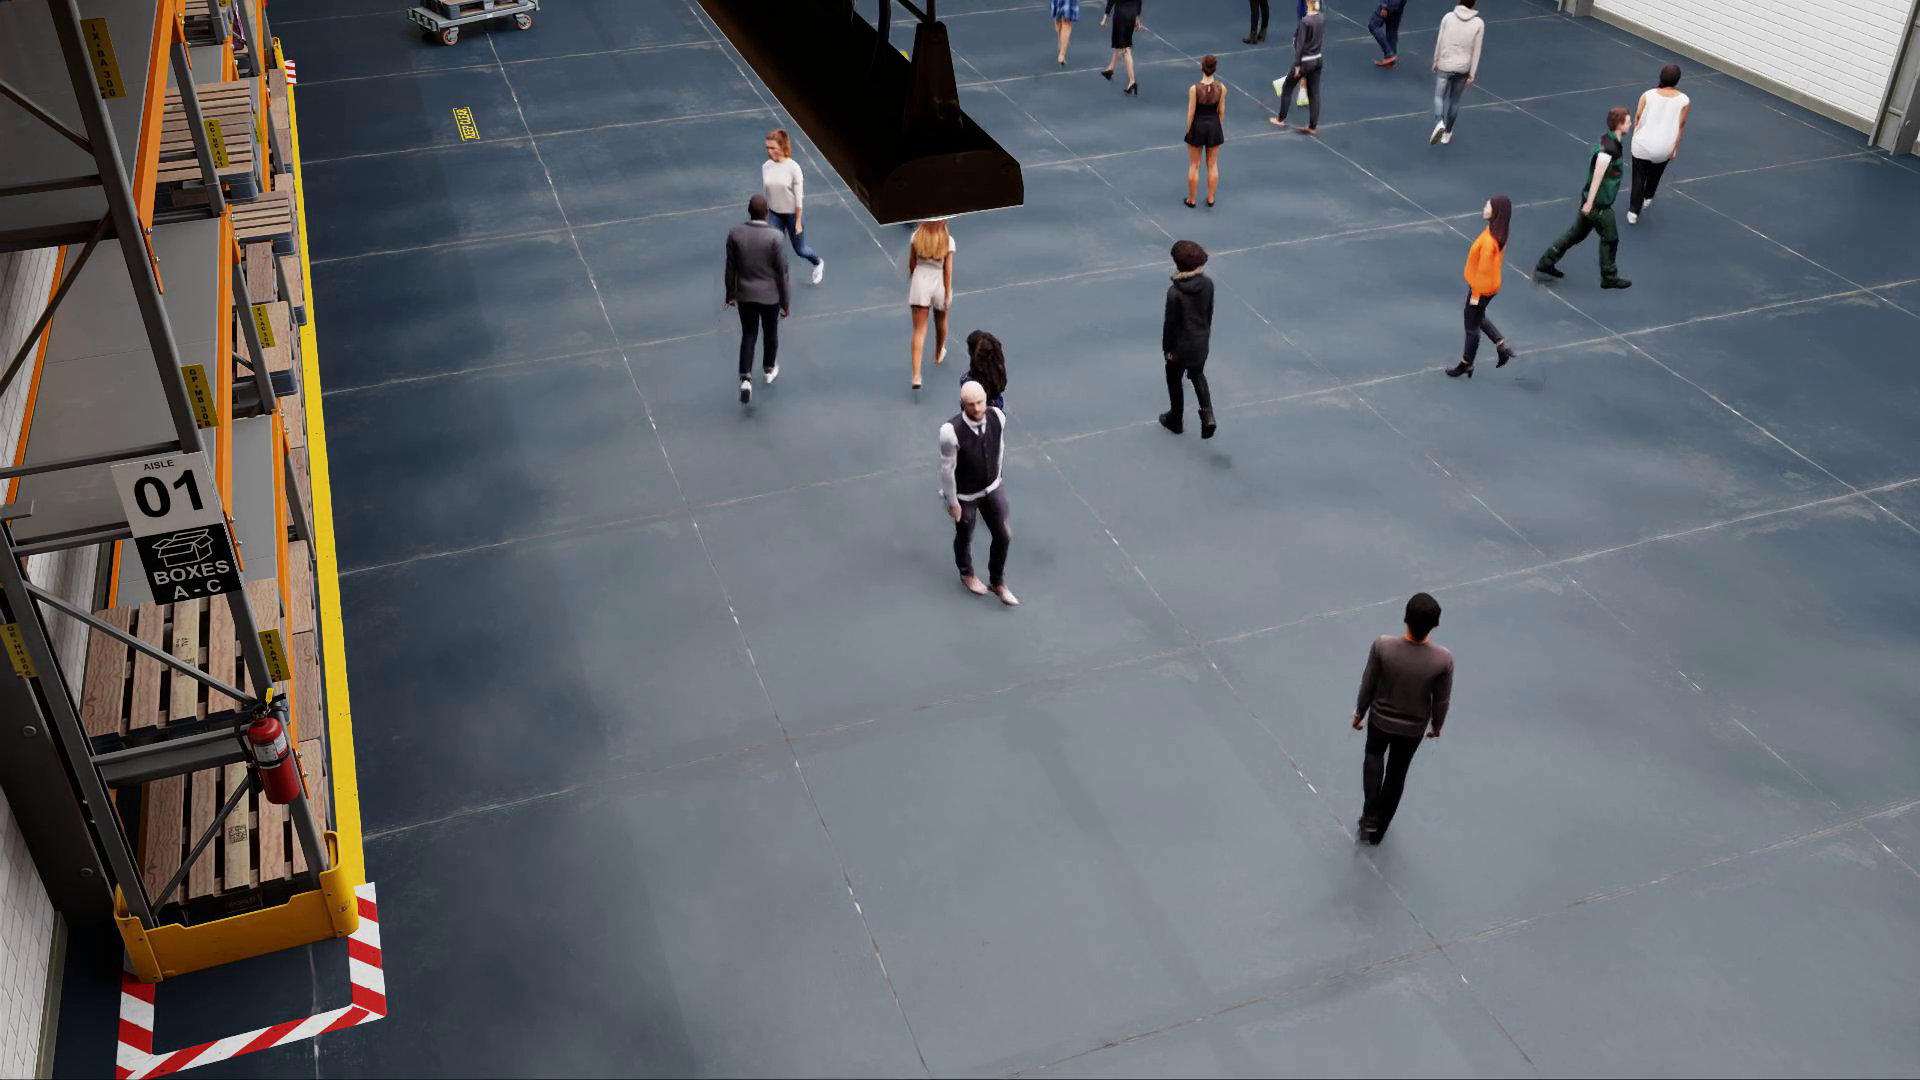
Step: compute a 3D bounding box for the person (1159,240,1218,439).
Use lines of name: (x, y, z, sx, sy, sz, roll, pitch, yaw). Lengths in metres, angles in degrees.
person: (1.922, -1.599, 13.685, 0.665, 1.762, 0.925, -14, 36, -21)

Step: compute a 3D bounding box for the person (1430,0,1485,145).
person: (5.777, -5.509, 19.501, 0.988, 1.836, 1.110, 8, 34, 12)

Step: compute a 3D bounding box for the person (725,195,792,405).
person: (-1.762, -2.044, 14.329, 1.060, 1.790, 1.221, 2, 34, 2)

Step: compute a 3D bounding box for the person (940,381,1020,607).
person: (0.053, -0.376, 11.813, 0.816, 1.797, 0.884, -22, 39, -29)

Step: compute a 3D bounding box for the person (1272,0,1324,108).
person: (4.236, -6.260, 20.645, 0.952, 1.820, 0.918, 10, 35, 15)

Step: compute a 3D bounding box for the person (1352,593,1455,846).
person: (2.519, 1.100, 9.625, 0.783, 1.761, 0.822, 4, 34, 6)

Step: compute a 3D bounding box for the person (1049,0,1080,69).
person: (1.373, -7.165, 22.057, 1.044, 1.765, 1.150, 12, 35, 17)

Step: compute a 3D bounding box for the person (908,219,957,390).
person: (-0.278, -2.125, 14.574, 0.967, 1.654, 1.235, 4, 34, 6)

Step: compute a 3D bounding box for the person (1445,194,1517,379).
person: (4.676, -2.190, 14.596, 0.938, 1.738, 0.880, 14, 36, 20)

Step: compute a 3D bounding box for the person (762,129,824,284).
person: (-1.631, -3.125, 16.046, 1.092, 1.690, 1.162, 13, 36, 18)

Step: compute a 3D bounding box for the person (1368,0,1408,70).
person: (5.776, -7.100, 21.920, 0.828, 1.807, 0.807, 25, 41, 32)

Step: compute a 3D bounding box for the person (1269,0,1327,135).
person: (4.235, -5.709, 19.930, 0.763, 1.694, 0.954, -22, 39, -29)

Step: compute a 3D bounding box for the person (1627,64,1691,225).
person: (7.351, -4.178, 17.665, 1.031, 1.651, 1.148, 10, 35, 15)

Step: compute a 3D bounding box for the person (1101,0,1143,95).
person: (2.145, -6.532, 21.149, 0.735, 1.715, 1.095, -21, 39, -28)

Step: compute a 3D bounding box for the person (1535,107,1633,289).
person: (6.146, -3.326, 16.251, 1.122, 1.798, 1.171, 9, 35, 13)

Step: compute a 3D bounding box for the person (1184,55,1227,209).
person: (2.647, -4.433, 18.028, 0.626, 1.674, 0.624, -4, 34, -6)

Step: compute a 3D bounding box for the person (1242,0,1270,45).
person: (4.150, -7.763, 22.976, 0.724, 1.744, 0.682, -25, 41, -33)

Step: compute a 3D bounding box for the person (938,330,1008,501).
person: (0.216, -0.834, 12.683, 0.963, 1.597, 0.840, 28, 43, 36)
